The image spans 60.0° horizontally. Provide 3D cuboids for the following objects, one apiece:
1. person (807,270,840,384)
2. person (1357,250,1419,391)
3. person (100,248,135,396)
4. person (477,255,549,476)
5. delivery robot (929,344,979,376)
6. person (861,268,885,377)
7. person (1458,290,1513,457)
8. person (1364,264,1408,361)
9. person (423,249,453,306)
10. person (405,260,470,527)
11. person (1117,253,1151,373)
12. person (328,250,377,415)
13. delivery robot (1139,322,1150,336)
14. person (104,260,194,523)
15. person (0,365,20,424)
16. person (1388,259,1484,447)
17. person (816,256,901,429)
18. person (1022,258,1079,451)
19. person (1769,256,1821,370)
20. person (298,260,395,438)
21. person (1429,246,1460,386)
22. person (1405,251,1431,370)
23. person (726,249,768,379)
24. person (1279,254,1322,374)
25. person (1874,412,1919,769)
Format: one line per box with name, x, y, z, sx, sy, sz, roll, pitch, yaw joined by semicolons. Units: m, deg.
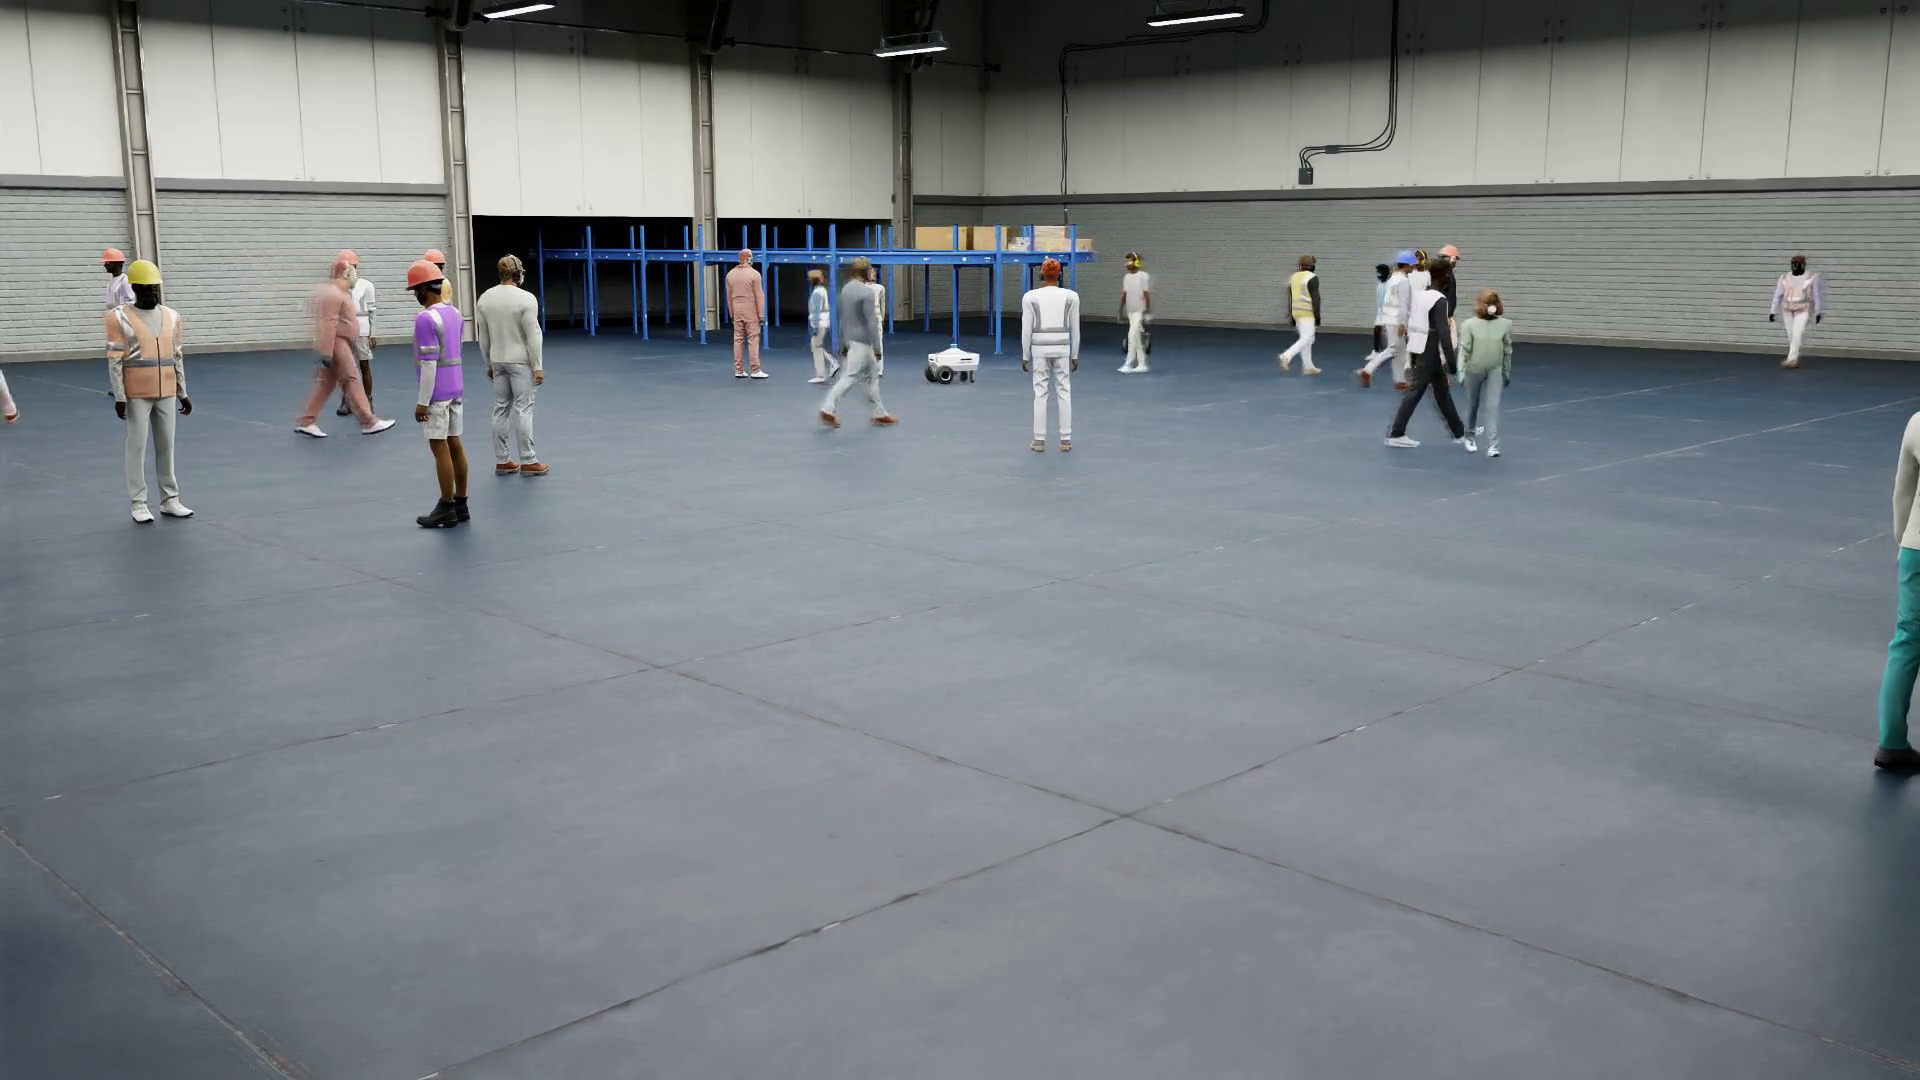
person;-2.002;-3.048;23.767;0.396;1.619;0.530;1;10;3
person;5.836;-2.973;22.618;0.795;1.918;0.622;0;10;2
person;-10.980;-2.832;21.750;0.542;1.939;0.361;9;14;40
person;-3.950;-1.543;14.718;0.635;1.938;0.360;5;11;23
delivery robot;-0.084;-2.593;24.085;0.707;0.478;0.477;-4;11;-22
person;-1.343;-3.259;24.894;0.511;1.641;0.307;-7;12;-32
person;5.057;-1.610;16.032;0.511;1.585;0.882;1;10;5
person;7.341;-3.864;28.215;0.853;1.646;0.536;-3;11;-15
person;-6.392;-2.582;20.387;0.362;1.938;0.545;-6;12;-28
person;-3.836;-1.069;12.169;0.373;1.928;0.543;2;11;9
person;2.607;-3.479;25.566;0.841;1.828;0.547;-8;13;-37
person;-7.184;-2.449;19.661;0.552;1.936;0.358;-1;10;-7
delivery robot;3.247;-3.826;30.094;0.335;0.223;0.698;3;11;16
person;-6.024;-1.111;12.393;0.371;1.929;0.584;7;12;32
person;-10.808;-2.192;18.243;0.619;1.939;0.983;-1;10;-8
person;4.795;-1.859;16.630;1.007;1.861;0.622;0;10;2
person;-1.151;-2.175;18.323;1.017;1.904;0.637;-5;11;-25
person;0.891;-1.827;16.426;0.574;1.881;0.357;-1;10;-4
person;13.326;-3.627;26.527;0.976;1.787;0.653;-8;13;-38
person;-6.548;-2.007;17.527;0.980;1.850;0.654;-4;11;-19
person;6.830;-3.165;23.516;0.527;1.961;0.650;-1;10;-6
person;7.219;-3.607;26.184;0.334;1.864;0.521;-10;14;-43
person;-3.152;-3.361;24.716;0.643;1.910;0.411;6;12;29
person;5.197;-3.423;25.292;0.737;1.822;0.631;-3;11;-18
person;3.842;0.064;6.425;0.329;1.767;0.529;-2;11;-12
